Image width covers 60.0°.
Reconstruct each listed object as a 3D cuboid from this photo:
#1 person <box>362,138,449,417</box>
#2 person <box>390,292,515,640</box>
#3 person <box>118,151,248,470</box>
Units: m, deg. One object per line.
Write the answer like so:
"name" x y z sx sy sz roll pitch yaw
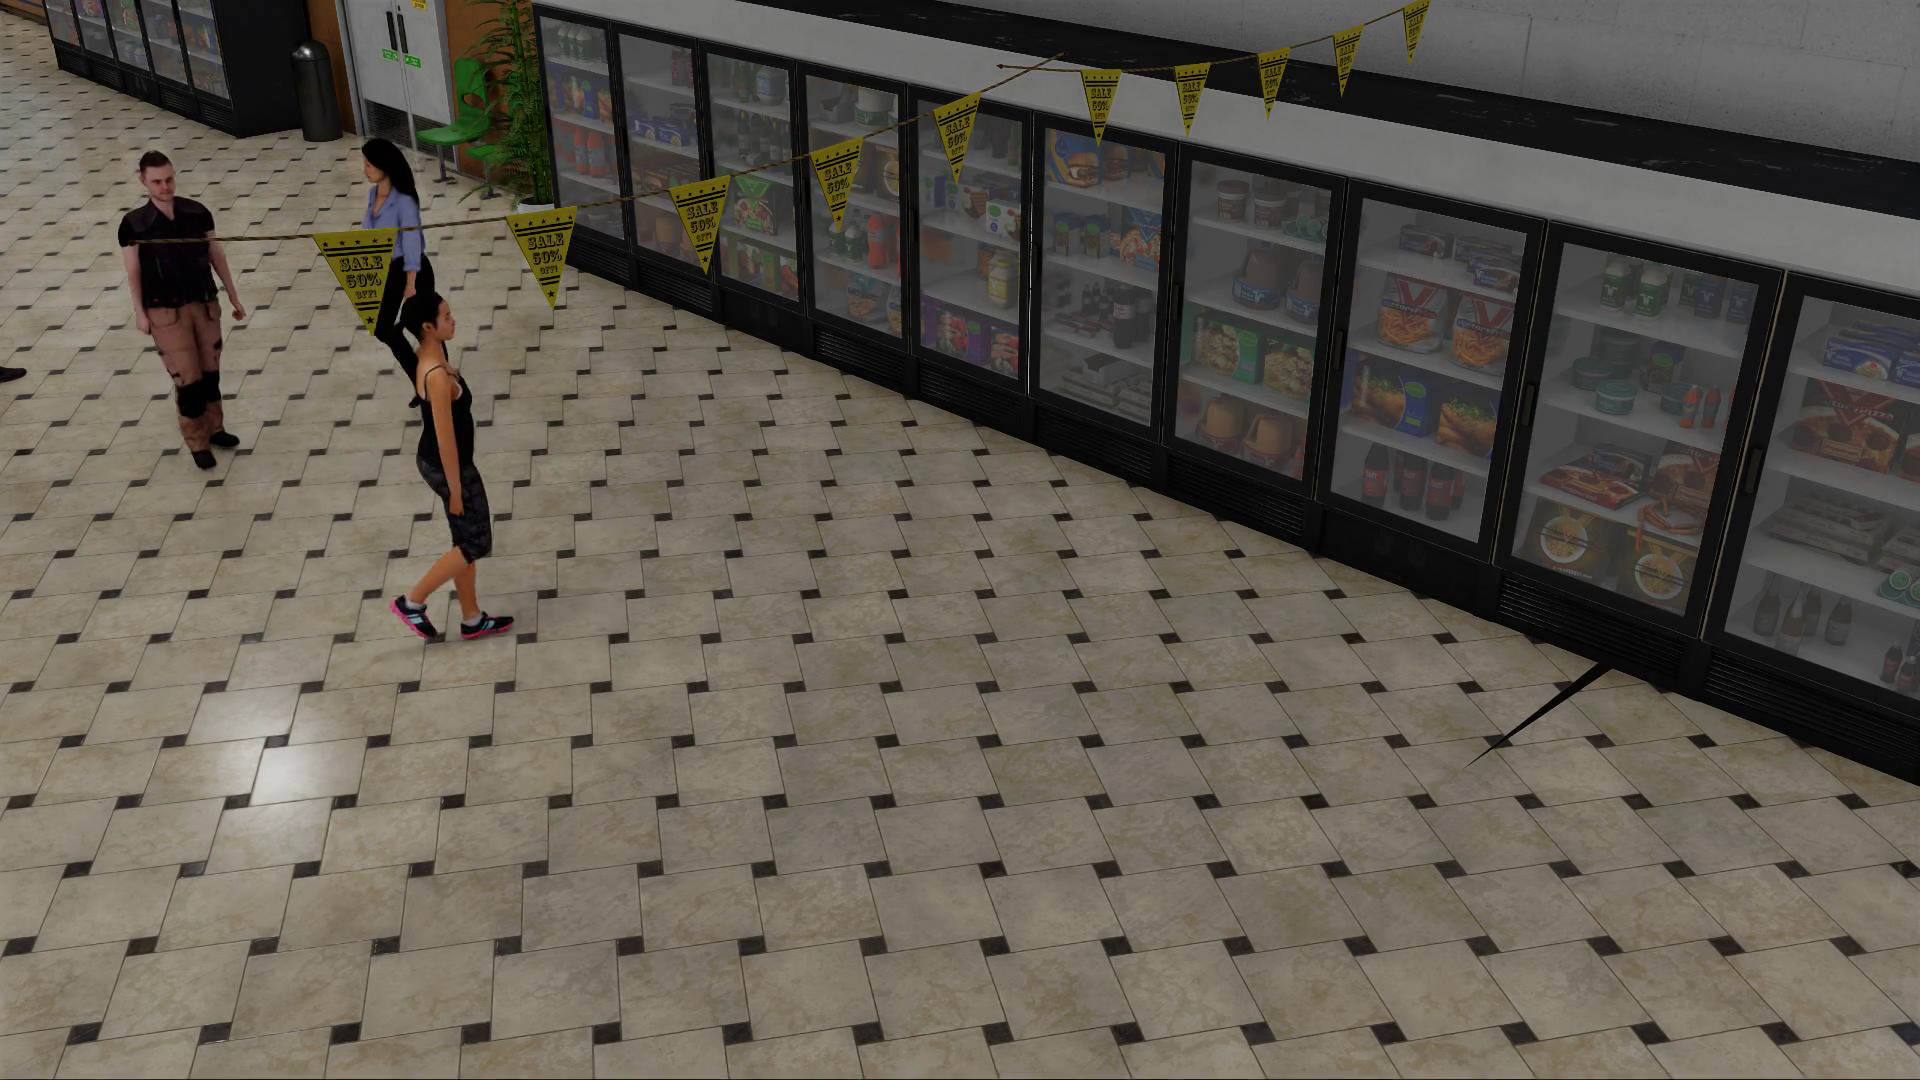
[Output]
"person" -3.309 -1.602 10.179 0.701 1.732 0.638 16 31 28
"person" -2.426 -0.284 7.600 0.848 1.715 0.675 -15 30 -27
"person" -4.537 -1.359 9.608 0.781 1.817 0.708 17 32 30
